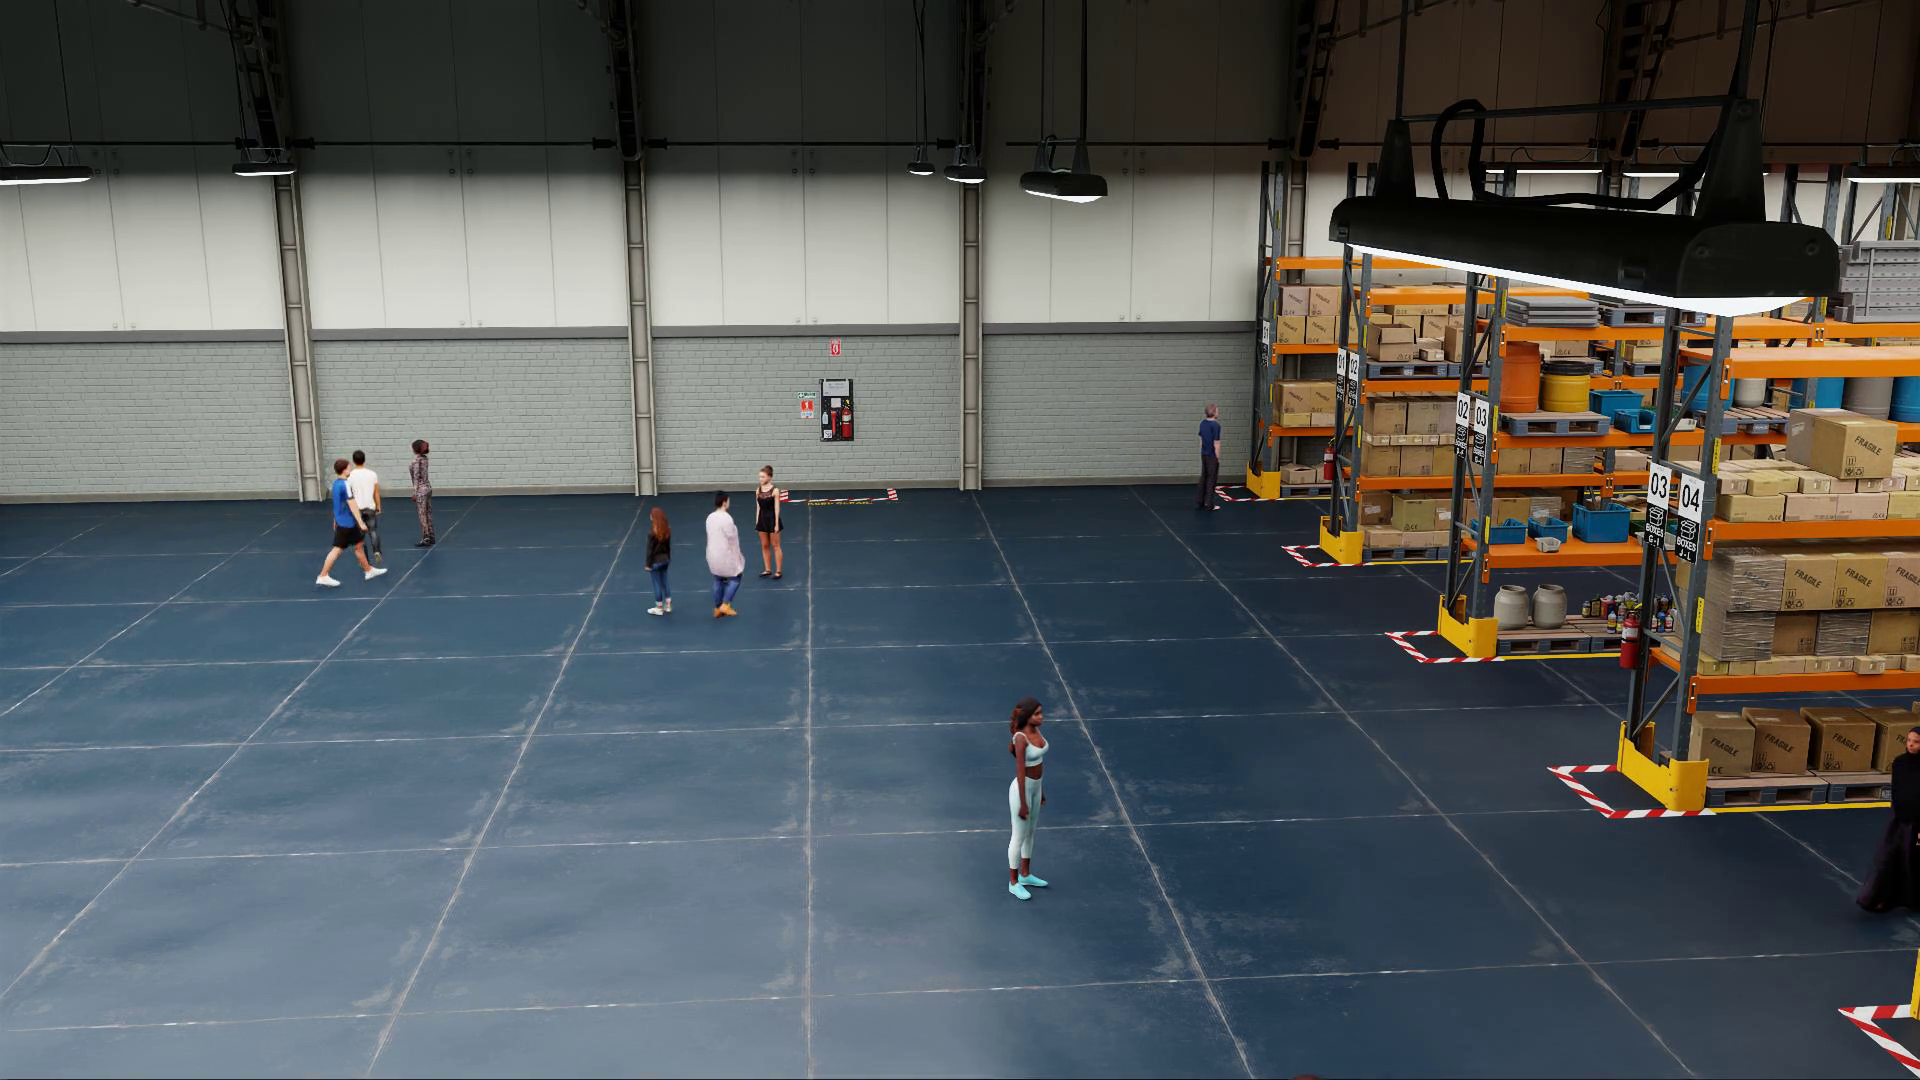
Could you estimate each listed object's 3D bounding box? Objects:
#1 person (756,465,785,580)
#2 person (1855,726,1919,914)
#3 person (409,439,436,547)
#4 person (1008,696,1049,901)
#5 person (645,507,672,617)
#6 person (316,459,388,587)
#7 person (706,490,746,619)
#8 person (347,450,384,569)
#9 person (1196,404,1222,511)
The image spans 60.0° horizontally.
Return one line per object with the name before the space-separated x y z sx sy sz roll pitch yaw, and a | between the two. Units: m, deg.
person | -2.802 -0.268 24.492 0.669 1.679 0.750 8 15 30
person | 7.850 2.294 13.600 1.177 1.602 0.907 -7 15 -27
person | -8.575 -0.761 26.535 0.633 1.717 0.630 2 13 9
person | 0.566 2.140 13.993 0.687 1.725 0.657 7 15 28
person | -4.082 0.285 22.543 0.711 1.482 0.664 9 16 33
person | -8.935 -0.213 23.942 1.354 1.821 1.092 -10 16 -36
person | -3.264 0.214 22.301 0.905 1.728 0.863 -11 17 -39
person | -8.946 -0.440 24.988 0.906 1.791 0.920 -9 16 -34
person | 4.394 -1.465 29.240 0.673 1.870 0.719 -6 14 -26
